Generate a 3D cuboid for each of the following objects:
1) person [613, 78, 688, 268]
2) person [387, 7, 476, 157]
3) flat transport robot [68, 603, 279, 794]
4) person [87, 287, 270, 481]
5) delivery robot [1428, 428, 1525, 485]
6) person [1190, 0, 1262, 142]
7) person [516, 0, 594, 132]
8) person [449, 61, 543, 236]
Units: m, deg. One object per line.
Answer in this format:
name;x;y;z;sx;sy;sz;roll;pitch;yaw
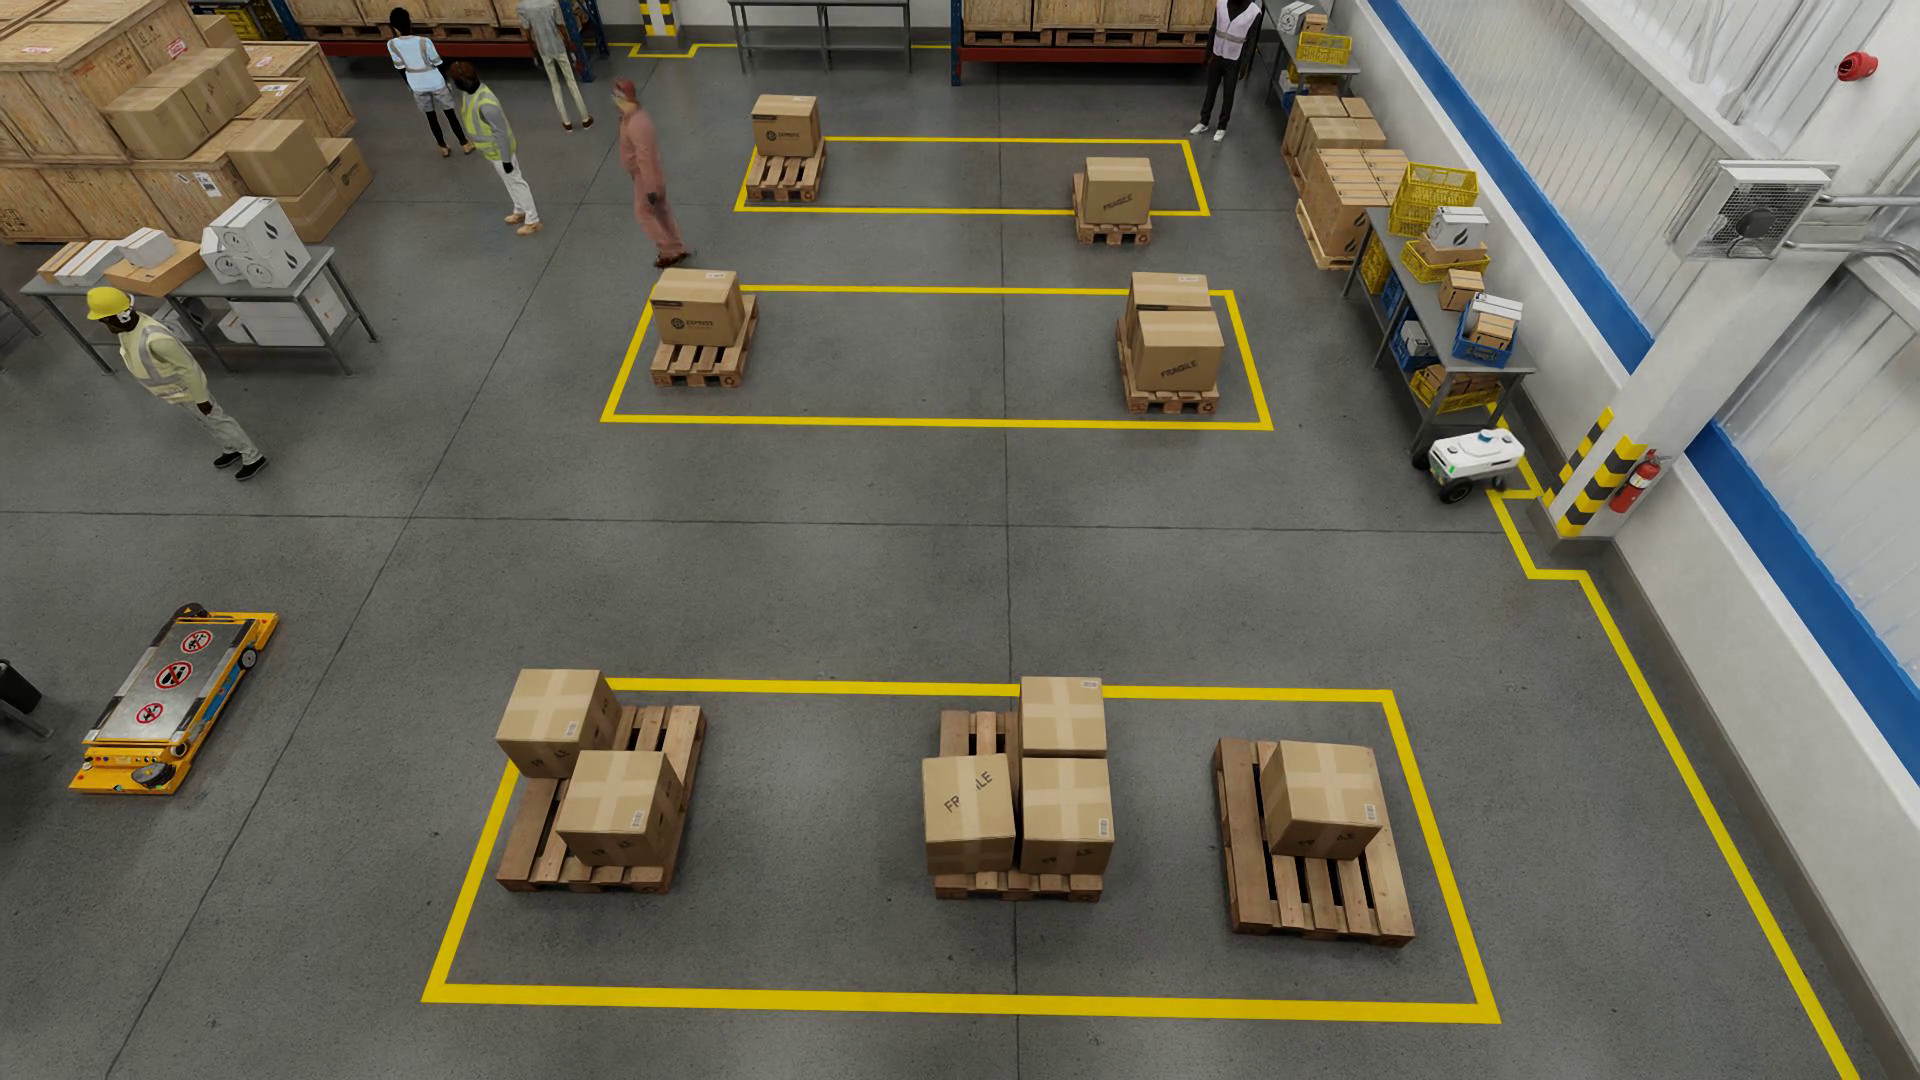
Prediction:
person;-3.237;-3.758;9.500;0.441;1.863;0.745;-7;50;-6
person;-6.417;-5.497;11.072;0.541;1.696;0.316;-9;50;-7
flat transport robot;-5.504;1.072;6.442;0.652;0.197;1.431;1;50;1
person;-6.293;-1.243;7.384;0.600;1.831;0.404;26;54;20
delivery robot;4.337;-0.725;7.719;0.707;0.478;0.477;-11;51;-9
person;3.296;-5.958;11.317;0.597;1.921;0.383;30;56;23
person;-5.091;-6.088;11.463;0.519;1.869;0.326;-12;51;-10
person;-5.002;-4.208;9.893;0.430;1.837;0.623;-29;56;-22
